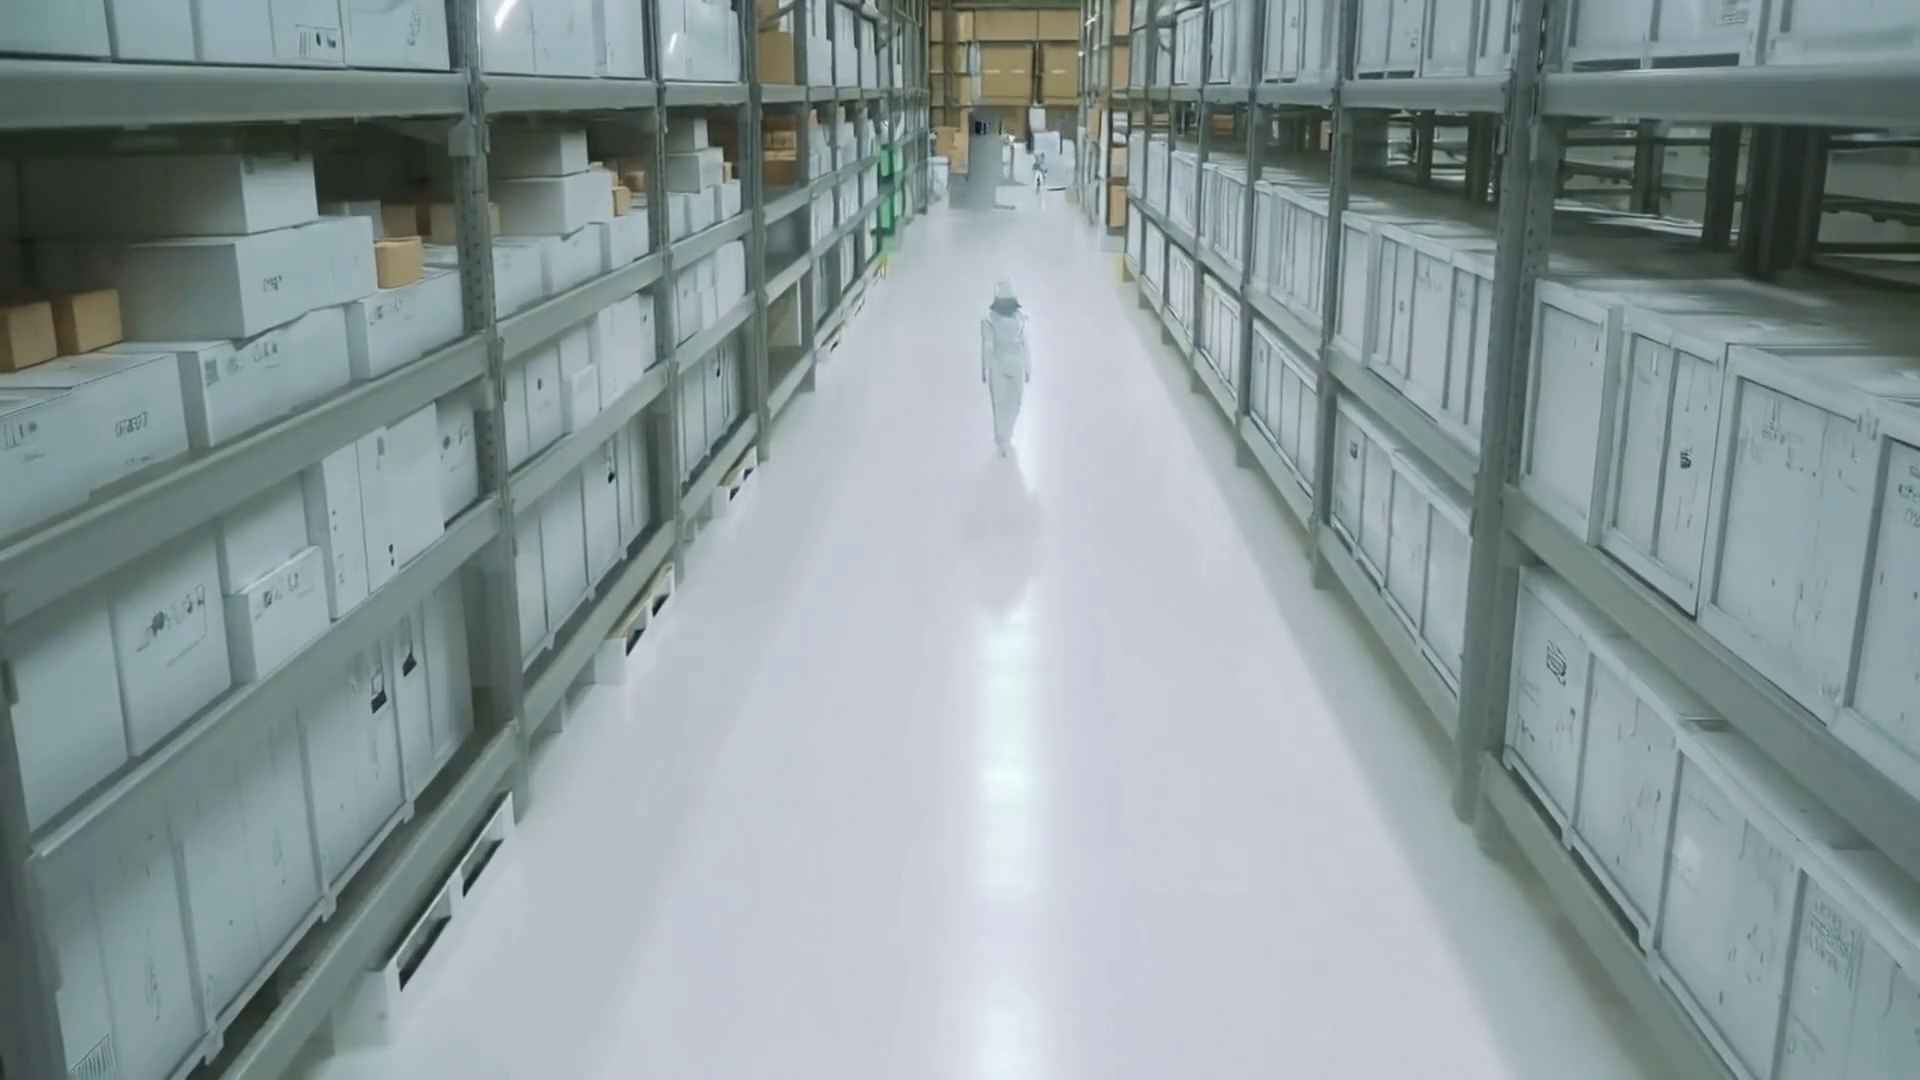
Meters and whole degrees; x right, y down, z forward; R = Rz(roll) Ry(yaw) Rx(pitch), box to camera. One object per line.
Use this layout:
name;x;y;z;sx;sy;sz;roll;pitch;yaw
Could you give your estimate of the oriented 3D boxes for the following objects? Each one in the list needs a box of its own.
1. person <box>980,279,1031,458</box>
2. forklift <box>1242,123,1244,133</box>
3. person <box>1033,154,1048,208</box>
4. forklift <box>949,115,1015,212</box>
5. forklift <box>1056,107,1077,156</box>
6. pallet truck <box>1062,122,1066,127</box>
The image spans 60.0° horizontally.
person;0.438;-1.712;16.355;0.492;1.718;0.688;-1;15;-4
forklift;11.142;-15.084;63.914;1.129;2.768;1.873;0;15;2
person;2.488;-11.149;51.625;0.514;1.641;0.315;-8;17;-27
forklift;0.616;-11.350;50.021;1.129;2.768;1.873;-13;20;-39
forklift;4.963;-18.819;77.810;1.129;2.768;1.873;-7;17;-24
pallet truck;5.788;-21.111;88.014;1.885;1.965;0.823;5;16;18
